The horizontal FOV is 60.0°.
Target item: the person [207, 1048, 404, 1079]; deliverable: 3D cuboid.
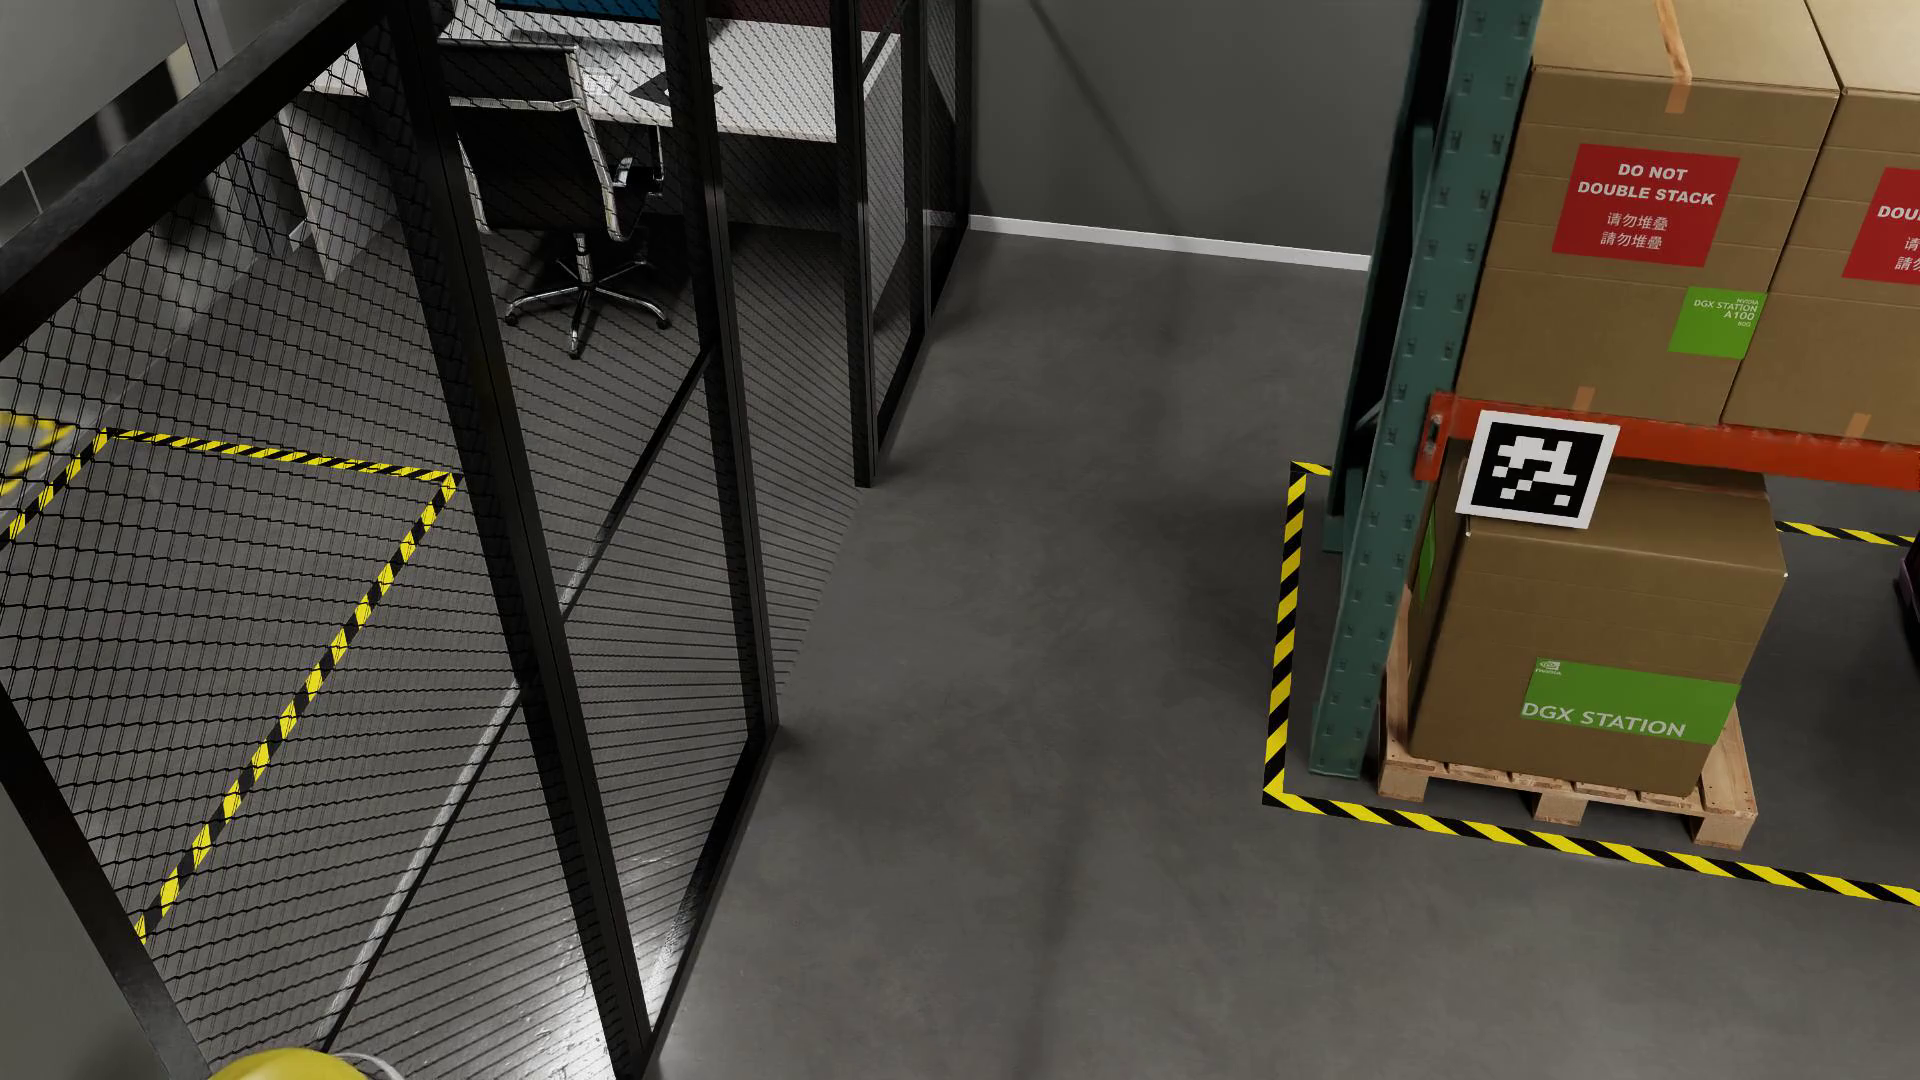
[{"bbox_3d":[-0.681,1.222,2.170,0.600,1.832,0.404,12,43,14],"label":"person"}]
